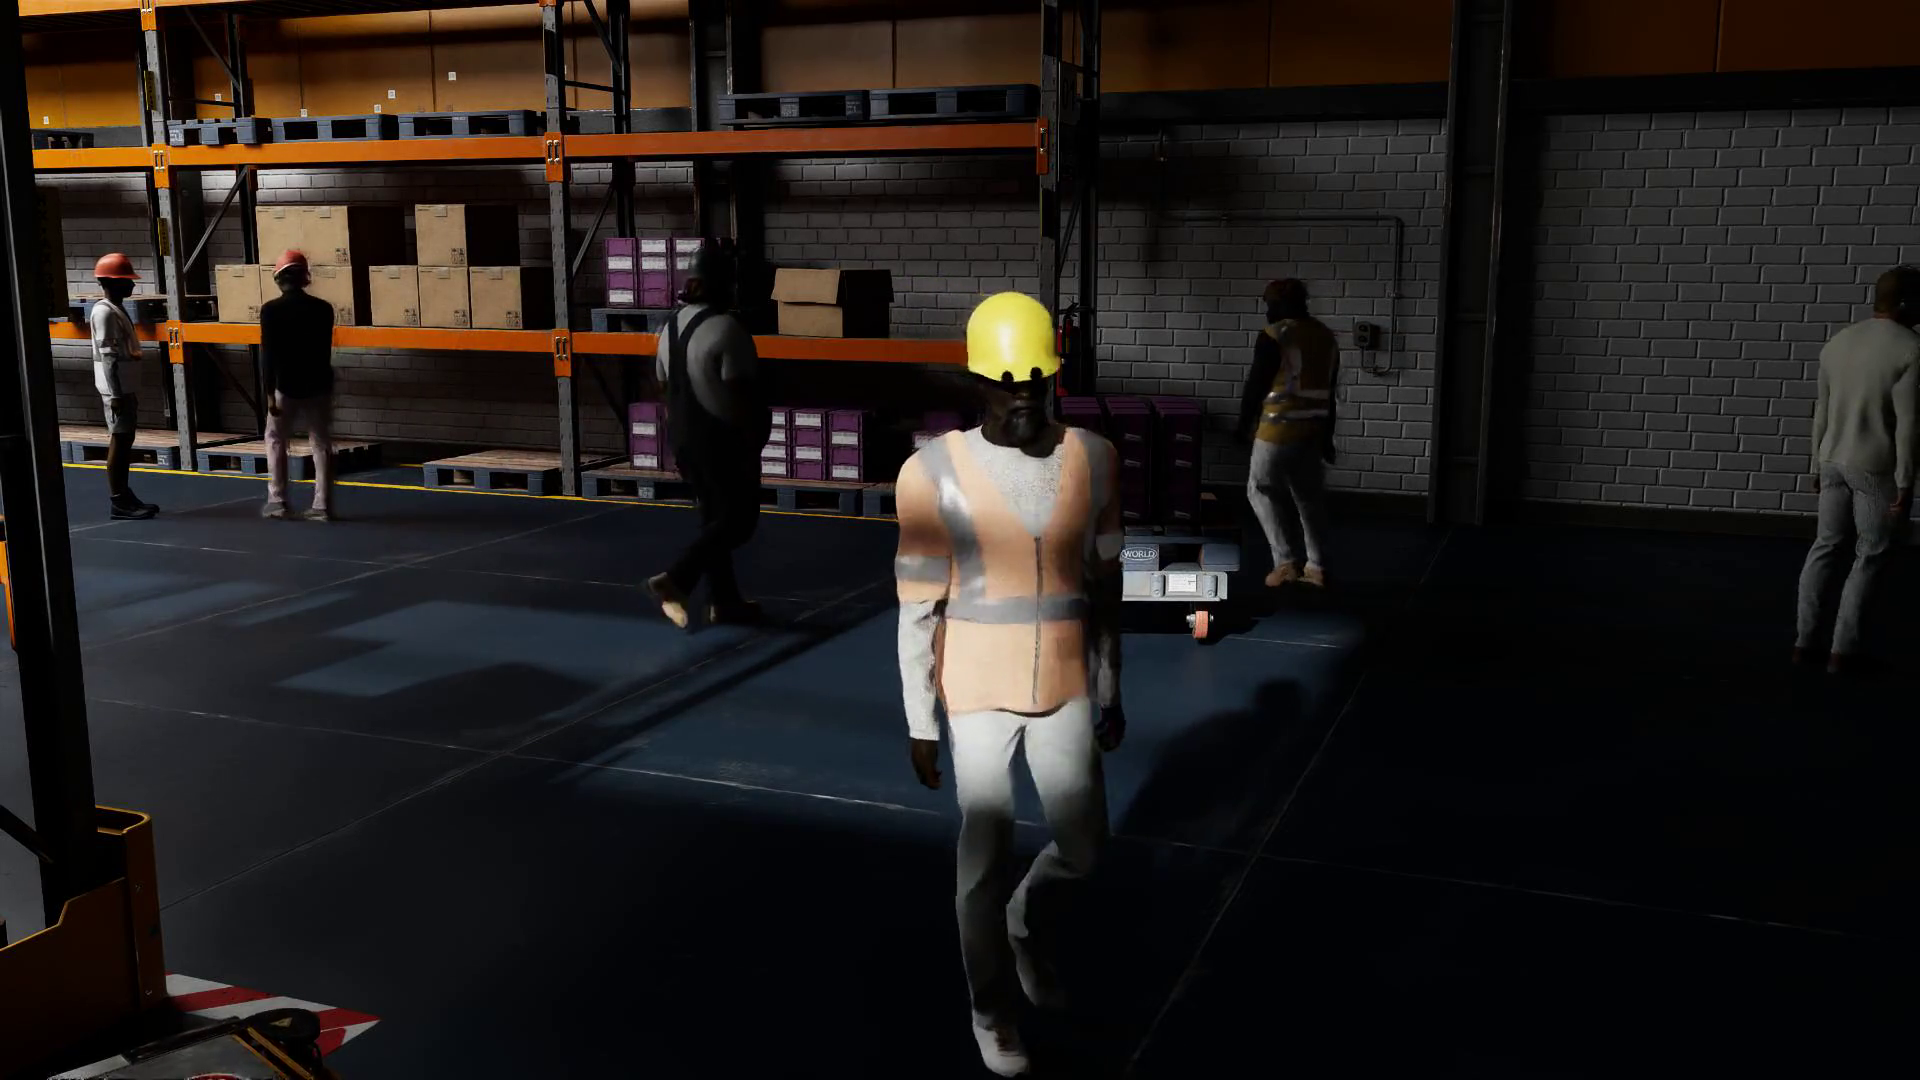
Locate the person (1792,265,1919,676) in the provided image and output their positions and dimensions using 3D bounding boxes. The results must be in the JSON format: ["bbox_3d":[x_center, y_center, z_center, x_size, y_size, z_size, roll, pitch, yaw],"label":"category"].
[{"bbox_3d":[4.263,-0.321,7.815,0.420,1.919,0.656,-3,11,-17],"label":"person"}]

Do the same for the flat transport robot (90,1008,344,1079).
[{"bbox_3d":[-1.856,1.315,3.267,0.652,0.197,1.431,10,14,44],"label":"flat transport robot"}]

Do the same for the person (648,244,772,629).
[{"bbox_3d":[-1.319,-0.532,8.626,0.734,2.000,0.689,-8,13,-39],"label":"person"}]

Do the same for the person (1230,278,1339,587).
[{"bbox_3d":[1.921,-0.612,9.691,0.631,1.816,0.461,-8,13,-38],"label":"person"}]

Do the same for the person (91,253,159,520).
[{"bbox_3d":[-6.112,-1.116,12.167,0.362,1.935,0.553,-3,11,-17],"label":"person"}]

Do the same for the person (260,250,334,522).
[{"bbox_3d":[-4.846,-1.115,12.111,0.778,1.948,0.623,8,13,37],"label":"person"}]

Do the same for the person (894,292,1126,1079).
[{"bbox_3d":[0.136,0.360,4.042,0.608,1.903,0.432,-4,11,-21],"label":"person"}]
